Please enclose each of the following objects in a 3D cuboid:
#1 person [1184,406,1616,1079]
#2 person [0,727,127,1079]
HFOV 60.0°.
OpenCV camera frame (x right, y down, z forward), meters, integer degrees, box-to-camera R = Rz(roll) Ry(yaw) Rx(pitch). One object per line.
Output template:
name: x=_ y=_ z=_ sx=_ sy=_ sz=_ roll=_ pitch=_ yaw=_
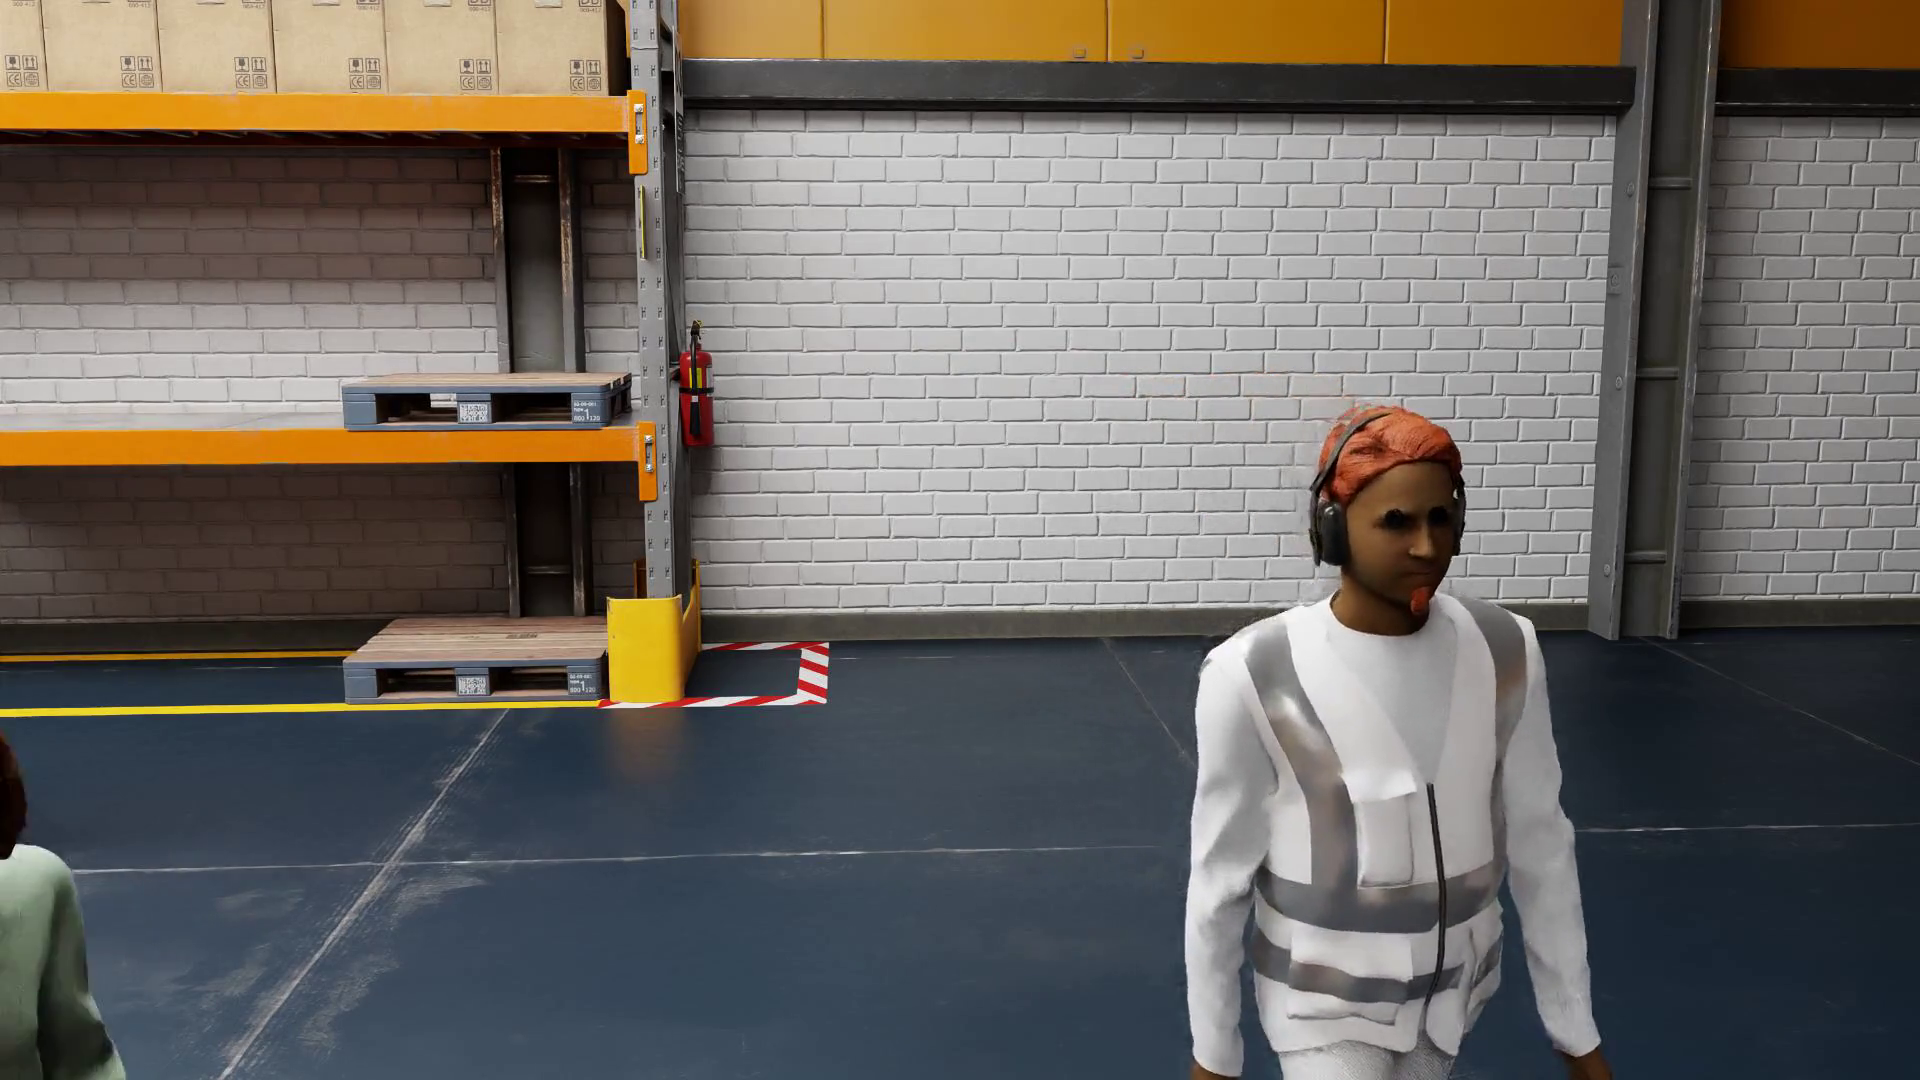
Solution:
person: x=0.639 y=0.714 z=2.533 sx=0.577 sy=1.837 sz=0.989 roll=-4 pitch=10 yaw=-22
person: x=-1.166 y=0.920 z=1.914 sx=0.354 sy=1.620 sz=0.502 roll=3 pitch=9 yaw=16
